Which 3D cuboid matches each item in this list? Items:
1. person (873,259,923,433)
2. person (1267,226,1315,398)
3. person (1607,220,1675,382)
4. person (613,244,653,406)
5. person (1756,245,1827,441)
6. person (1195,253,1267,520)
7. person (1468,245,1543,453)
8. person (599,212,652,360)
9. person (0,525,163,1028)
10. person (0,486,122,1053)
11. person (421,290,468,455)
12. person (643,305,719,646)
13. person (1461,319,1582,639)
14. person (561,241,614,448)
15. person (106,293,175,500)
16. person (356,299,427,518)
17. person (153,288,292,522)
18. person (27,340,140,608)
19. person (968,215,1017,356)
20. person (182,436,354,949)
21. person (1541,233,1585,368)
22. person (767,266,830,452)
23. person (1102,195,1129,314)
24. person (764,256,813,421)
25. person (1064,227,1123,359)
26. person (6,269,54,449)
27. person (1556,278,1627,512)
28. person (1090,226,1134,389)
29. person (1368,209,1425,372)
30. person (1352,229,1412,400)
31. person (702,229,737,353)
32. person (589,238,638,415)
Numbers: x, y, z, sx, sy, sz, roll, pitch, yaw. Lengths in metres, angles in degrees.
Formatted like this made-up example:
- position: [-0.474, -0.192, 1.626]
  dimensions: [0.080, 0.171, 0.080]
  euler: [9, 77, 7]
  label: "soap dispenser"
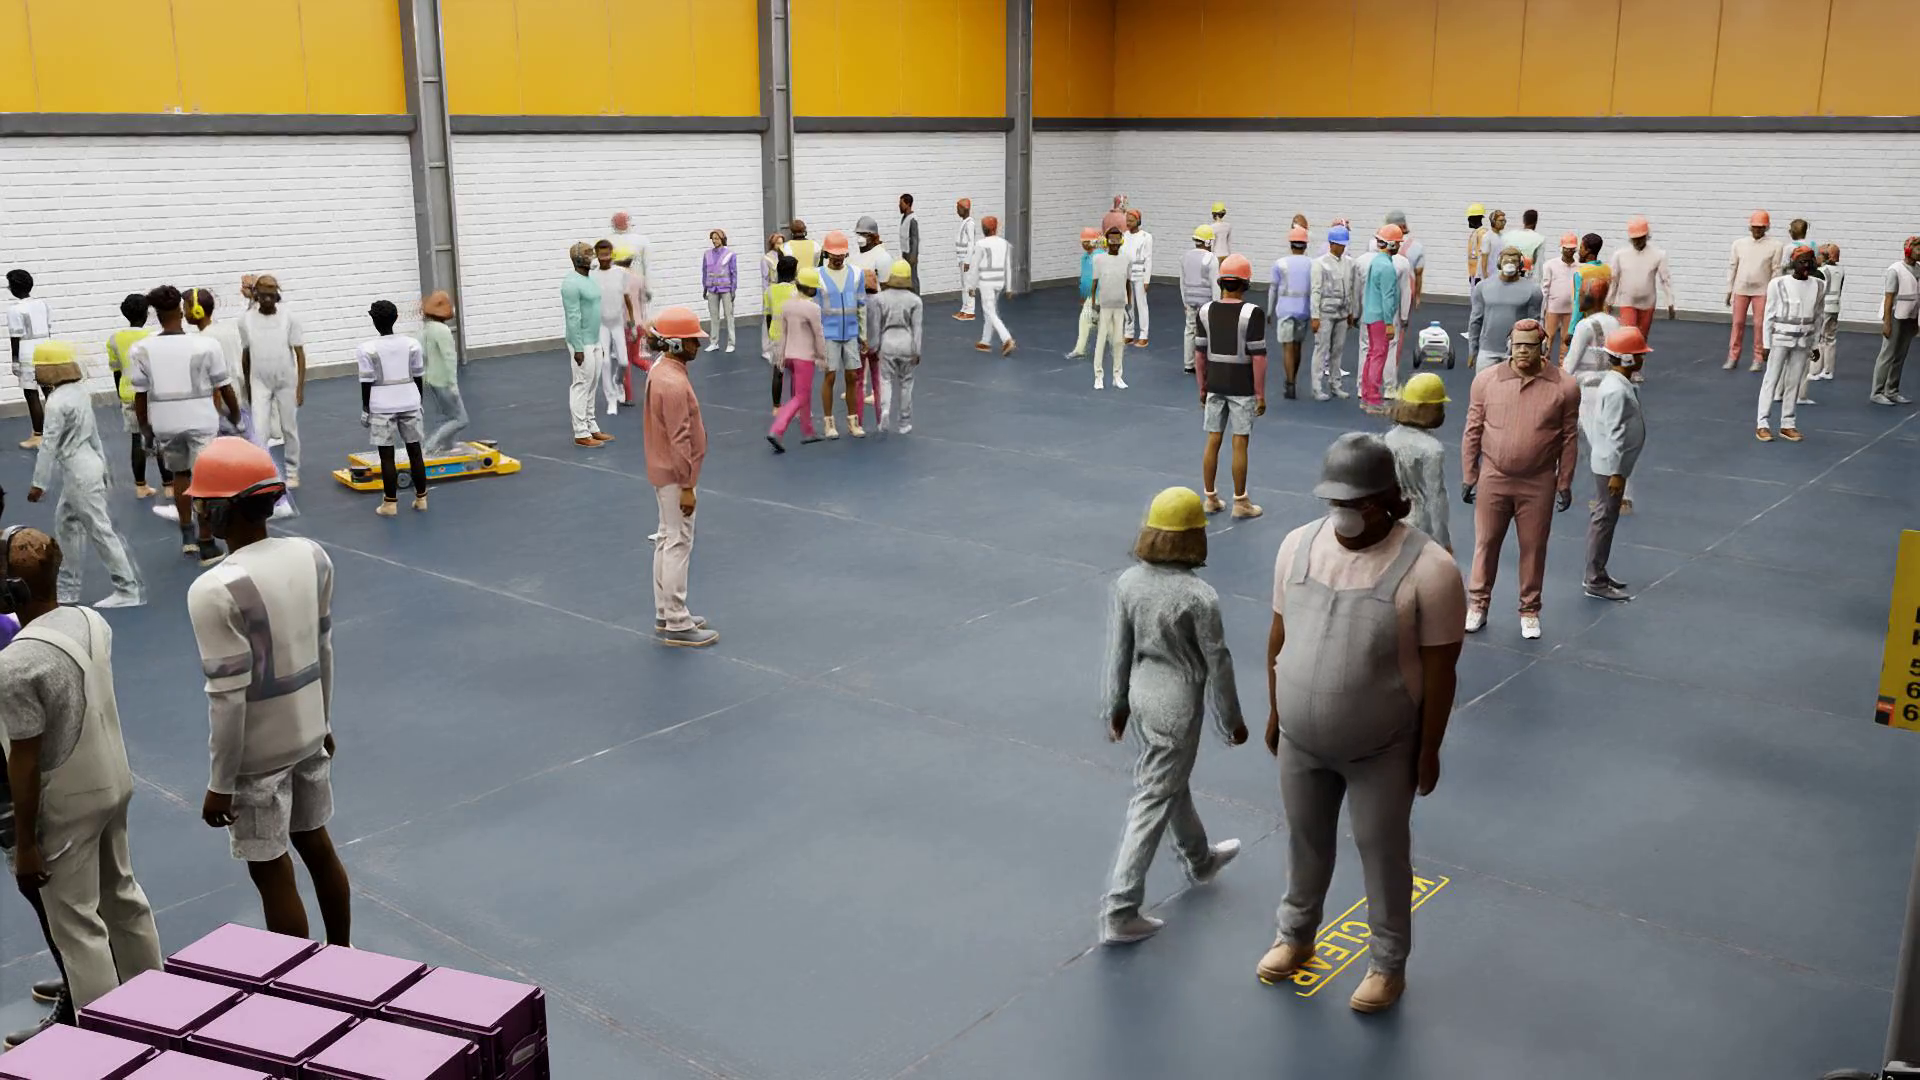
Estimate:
- position: [-0.613, -1.884, 16.333]
  dimensions: [0.503, 1.726, 0.545]
  euler: [2, 14, 7]
  label: "person"
- position: [3.751, -2.557, 18.680]
  dimensions: [0.551, 1.904, 0.852]
  euler: [0, 14, -1]
  label: "person"
- position: [7.953, -2.755, 19.425]
  dimensions: [0.735, 1.926, 1.043]
  euler: [6, 15, 22]
  label: "person"
- position: [-3.521, -2.301, 17.955]
  dimensions: [0.559, 1.756, 0.530]
  euler: [5, 15, 20]
  label: "person"
- position: [8.020, -1.889, 16.044]
  dimensions: [0.575, 1.883, 0.362]
  euler: [0, 14, -2]
  label: "person"
- position: [2.106, -1.181, 12.880]
  dimensions: [0.605, 2.048, 0.369]
  euler: [11, 18, 38]
  label: "person"
- position: [4.967, -1.716, 15.238]
  dimensions: [0.632, 1.940, 0.372]
  euler: [6, 15, 22]
  label: "person"
- position: [-4.361, -3.296, 21.660]
  dimensions: [0.682, 1.890, 0.397]
  euler: [-4, 15, -15]
  label: "person"
- position: [-2.787, 0.848, 5.214]
  dimensions: [0.350, 1.837, 0.502]
  euler: [0, 14, 1]
  label: "person"
- position: [-3.102, 0.723, 5.480]
  dimensions: [0.395, 1.953, 0.620]
  euler: [-4, 15, -16]
  label: "person"
- position: [-4.474, -1.339, 14.358]
  dimensions: [0.436, 1.621, 0.514]
  euler: [-8, 16, -29]
  label: "person"
- position: [-1.645, -0.378, 9.778]
  dimensions: [0.397, 1.992, 0.623]
  euler: [-5, 15, -19]
  label: "person"
- position: [3.307, -0.359, 9.880]
  dimensions: [0.654, 1.906, 0.407]
  euler: [6, 15, 21]
  label: "person"
- position: [-3.539, -1.848, 15.765]
  dimensions: [0.372, 1.940, 0.631]
  euler: [2, 14, 6]
  label: "person"
- position: [-6.602, -1.151, 13.492]
  dimensions: [0.533, 1.689, 0.334]
  euler: [2, 14, 7]
  label: "person"
- position: [-4.412, -1.020, 12.955]
  dimensions: [0.533, 1.693, 0.319]
  euler: [-12, 19, -40]
  label: "person"
- position: [-5.689, -1.020, 12.734]
  dimensions: [1.032, 1.811, 0.514]
  euler: [0, 14, -1]
  label: "person"
- position: [-5.614, -0.389, 10.408]
  dimensions: [0.793, 1.708, 0.496]
  euler: [-3, 14, -13]
  label: "person"
- position: [0.443, -3.376, 22.052]
  dimensions: [0.577, 1.851, 0.925]
  euler: [-13, 19, -41]
  label: "person"
- position: [-2.303, 0.667, 5.503]
  dimensions: [0.386, 2.041, 0.615]
  euler: [3, 14, 13]
  label: "person"
- position: [7.222, -2.793, 19.913]
  dimensions: [0.563, 1.753, 0.327]
  euler: [0, 14, -1]
  label: "person"
- position: [-1.542, -1.705, 15.621]
  dimensions: [0.834, 1.720, 0.517]
  euler: [-12, 19, -40]
  label: "person"
- position: [2.566, -4.609, 26.866]
  dimensions: [0.402, 1.906, 0.652]
  euler: [-7, 16, -26]
  label: "person"
- position: [-1.773, -2.080, 17.183]
  dimensions: [0.540, 1.695, 0.317]
  euler: [8, 16, 30]
  label: "person"
- position: [1.786, -3.253, 21.843]
  dimensions: [0.866, 1.708, 0.569]
  euler: [-5, 15, -19]
  label: "person"
- position: [-8.758, -1.711, 15.729]
  dimensions: [0.320, 1.688, 0.536]
  euler: [2, 14, 9]
  label: "person"
- position: [4.955, -1.164, 13.248]
  dimensions: [0.981, 1.834, 0.593]
  euler: [12, 18, 40]
  label: "person"
- position: [1.760, -2.676, 19.216]
  dimensions: [0.513, 1.872, 0.328]
  euler: [-3, 14, -12]
  label: "person"
- position: [5.296, -3.029, 20.279]
  dimensions: [0.705, 2.000, 0.729]
  euler: [0, 14, 0]
  label: "person"
- position: [4.684, -2.514, 18.499]
  dimensions: [0.652, 1.902, 0.402]
  euler: [7, 16, 27]
  label: "person"
- position: [-3.223, -3.343, 22.347]
  dimensions: [0.514, 1.641, 0.308]
  euler: [5, 15, 18]
  label: "person"
- position: [-3.708, -2.272, 17.636]
  dimensions: [0.567, 1.849, 0.523]
  euler: [-4, 14, -14]
  label: "person"
